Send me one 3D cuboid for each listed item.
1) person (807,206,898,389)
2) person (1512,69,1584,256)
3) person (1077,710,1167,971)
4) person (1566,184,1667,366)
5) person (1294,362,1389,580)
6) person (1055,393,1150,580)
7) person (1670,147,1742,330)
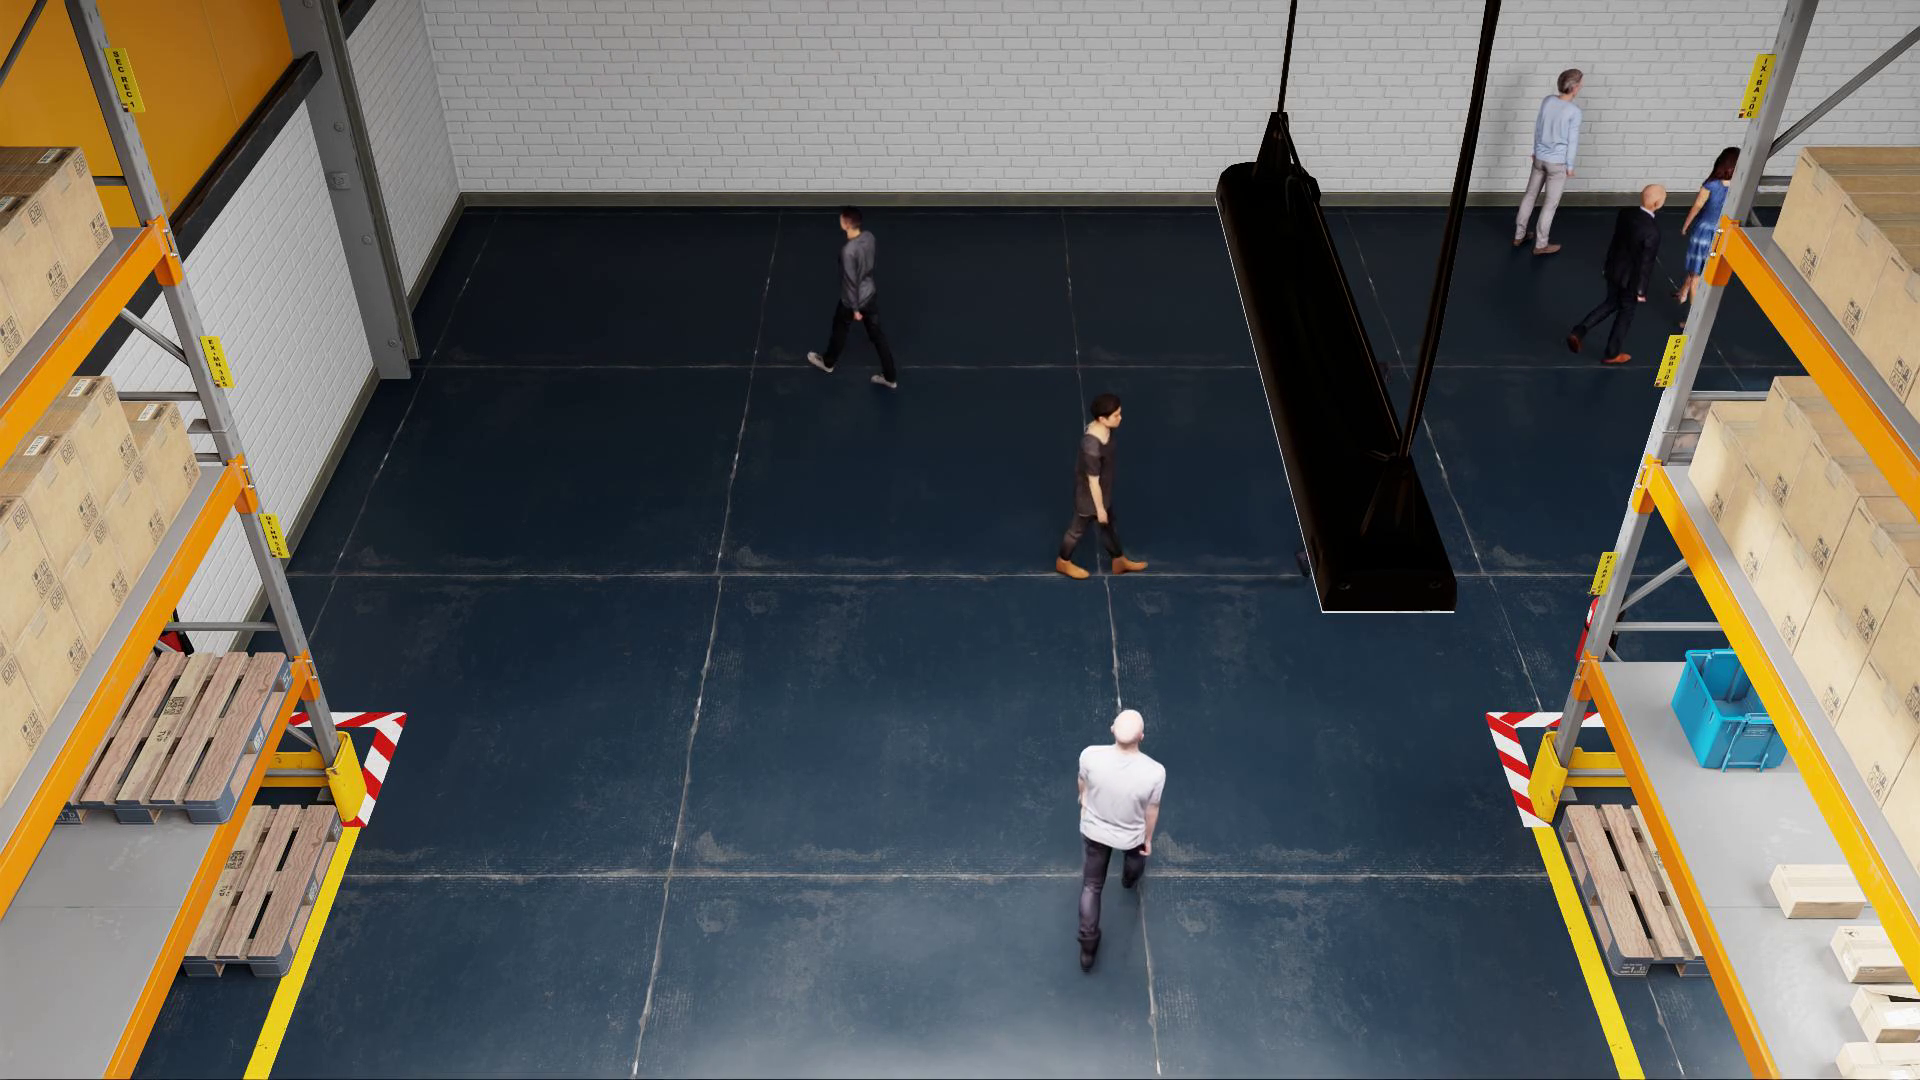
[{"bbox_3d":[-0.812,-2.085,14.564,1.096,1.712,1.150,23,44,26],"label":"person"},{"bbox_3d":[5.868,-3.759,16.518,0.813,1.889,0.702,-21,43,-24],"label":"person"},{"bbox_3d":[0.871,1.758,9.696,0.839,1.782,1.259,8,39,10],"label":"person"},{"bbox_3d":[5.867,-2.335,14.815,0.903,1.790,0.932,-11,40,-14],"label":"person"},{"bbox_3d":[2.906,-0.484,12.456,0.980,1.841,1.101,-14,41,-17],"label":"person"},{"bbox_3d":[0.920,-0.394,12.468,0.883,1.685,0.966,12,40,14],"label":"person"},{"bbox_3d":[6.936,-2.704,15.284,0.759,1.780,0.986,-7,39,-8],"label":"person"}]
